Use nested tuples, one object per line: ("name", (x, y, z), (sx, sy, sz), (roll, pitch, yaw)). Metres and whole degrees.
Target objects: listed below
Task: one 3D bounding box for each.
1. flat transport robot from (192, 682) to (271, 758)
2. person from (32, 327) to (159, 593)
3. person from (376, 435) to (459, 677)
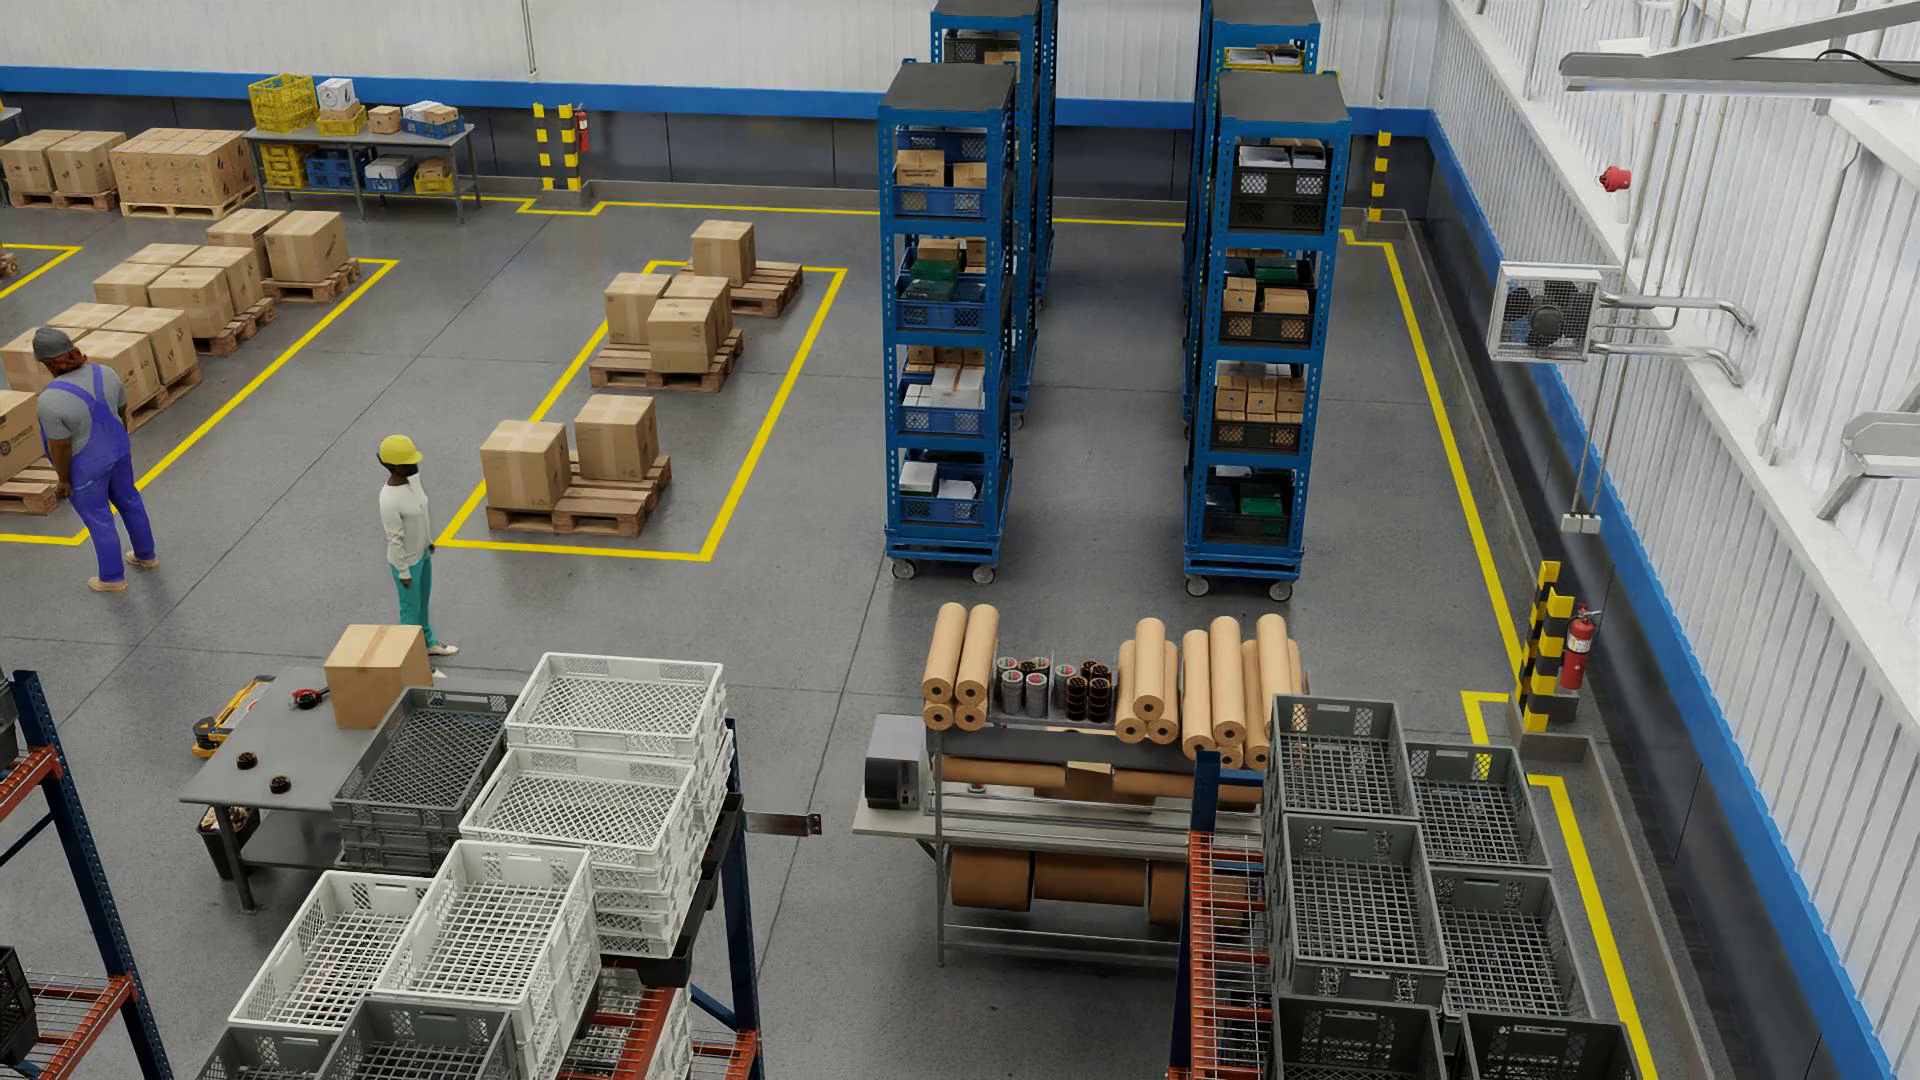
("flat transport robot", (-4.089, 1.163, 10.648), (1.431, 0.197, 0.652), (3, 30, 6))
("person", (-6.267, -0.591, 11.930), (0.536, 2.000, 0.676), (10, 32, 17))
("person", (-3.605, 0.096, 11.018), (0.329, 1.767, 0.525), (2, 30, 3))
